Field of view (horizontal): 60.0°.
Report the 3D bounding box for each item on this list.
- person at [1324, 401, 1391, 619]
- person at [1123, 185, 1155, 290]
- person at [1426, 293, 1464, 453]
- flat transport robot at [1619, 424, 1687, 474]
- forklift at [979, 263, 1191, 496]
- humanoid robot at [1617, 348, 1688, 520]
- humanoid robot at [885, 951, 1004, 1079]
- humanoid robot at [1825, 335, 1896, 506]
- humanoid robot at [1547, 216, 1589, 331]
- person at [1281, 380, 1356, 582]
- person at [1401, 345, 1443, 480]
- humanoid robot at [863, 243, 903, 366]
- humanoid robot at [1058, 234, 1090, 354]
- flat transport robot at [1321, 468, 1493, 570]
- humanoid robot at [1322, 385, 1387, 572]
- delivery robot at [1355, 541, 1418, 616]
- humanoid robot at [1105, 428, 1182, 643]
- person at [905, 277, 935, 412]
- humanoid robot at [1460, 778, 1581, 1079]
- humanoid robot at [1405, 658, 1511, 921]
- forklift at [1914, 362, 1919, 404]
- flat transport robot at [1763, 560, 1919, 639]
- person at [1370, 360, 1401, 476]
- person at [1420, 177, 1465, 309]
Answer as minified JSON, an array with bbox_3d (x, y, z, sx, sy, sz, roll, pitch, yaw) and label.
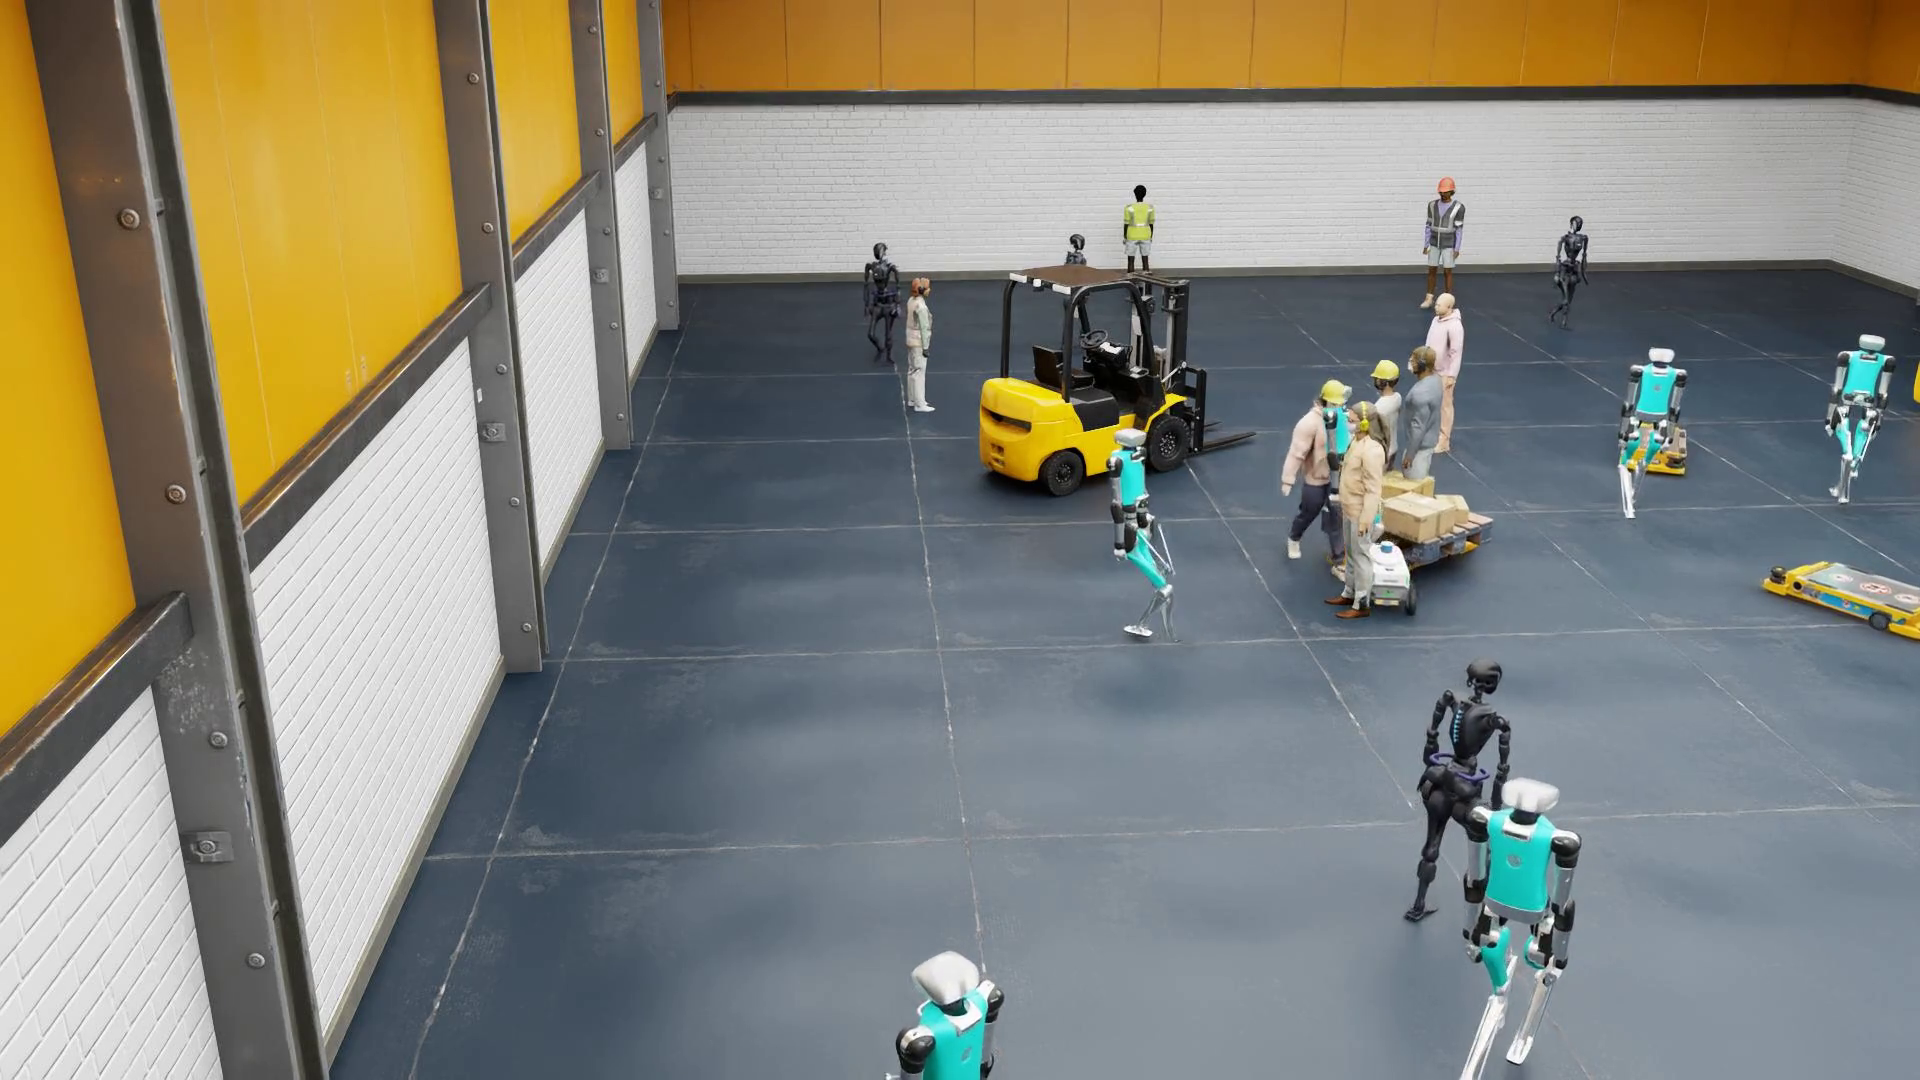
[{"bbox_3d":[3.374,-0.257,14.001,0.392,1.874,0.565,-1,20,-4],"label":"person"},{"bbox_3d":[2.886,-4.877,26.852,0.529,1.688,0.322,-3,20,-8],"label":"person"},{"bbox_3d":[5.377,-1.869,18.522,0.406,1.781,0.525,-6,21,-17],"label":"person"},{"bbox_3d":[7.684,-1.033,18.441,0.659,0.231,1.431,8,22,20],"label":"flat transport robot"},{"bbox_3d":[1.315,-1.764,17.646,2.313,2.155,1.214,-14,24,-33],"label":"forklift"},{"bbox_3d":[6.782,-1.060,16.503,0.547,1.859,0.846,5,21,13],"label":"humanoid robot"},{"bbox_3d":[-0.229,2.421,6.972,1.048,1.753,0.540,18,27,40],"label":"humanoid robot"},{"bbox_3d":[8.975,-1.111,16.617,0.550,1.774,1.035,6,21,17],"label":"humanoid robot"},{"bbox_3d":[8.864,-3.916,24.328,0.583,1.654,0.710,-8,22,-21],"label":"humanoid robot"},{"bbox_3d":[3.258,-0.591,15.007,0.818,1.825,0.913,-5,21,-14],"label":"person"},{"bbox_3d":[4.287,-0.872,15.585,0.368,1.937,0.634,9,22,24],"label":"person"},{"bbox_3d":[-1.003,-3.133,22.129,0.595,1.646,0.355,9,22,23],"label":"humanoid robot"},{"bbox_3d":[1.591,-3.354,22.729,0.523,1.642,0.603,7,21,20],"label":"humanoid robot"},{"bbox_3d":[4.129,0.056,15.475,1.431,0.231,0.659,-15,25,-36],"label":"flat transport robot"},{"bbox_3d":[3.565,-0.450,14.850,0.771,1.855,0.564,8,22,21],"label":"humanoid robot"},{"bbox_3d":[3.667,0.304,14.373,0.499,0.587,0.774,2,20,6],"label":"delivery robot"},{"bbox_3d":[1.567,0.063,13.482,0.797,1.893,0.550,13,24,31],"label":"humanoid robot"},{"bbox_3d":[-0.495,-2.355,20.062,0.316,1.633,0.519,-7,21,-17],"label":"person"},{"bbox_3d":[2.788,1.931,8.237,0.544,1.771,0.921,14,25,34],"label":"humanoid robot"},{"bbox_3d":[2.953,1.433,9.724,0.711,1.628,0.614,-14,24,-33],"label":"humanoid robot"},{"bbox_3d":[12.602,-2.435,19.475,2.313,2.155,1.214,-1,20,-4],"label":"forklift"},{"bbox_3d":[7.764,0.491,14.290,0.659,0.231,1.431,-13,24,-31],"label":"flat transport robot"},{"bbox_3d":[3.966,-0.831,15.717,0.310,1.767,0.532,12,24,31],"label":"person"},{"bbox_3d":[7.345,-4.507,25.362,0.601,2.035,0.413,16,26,37],"label":"person"}]
